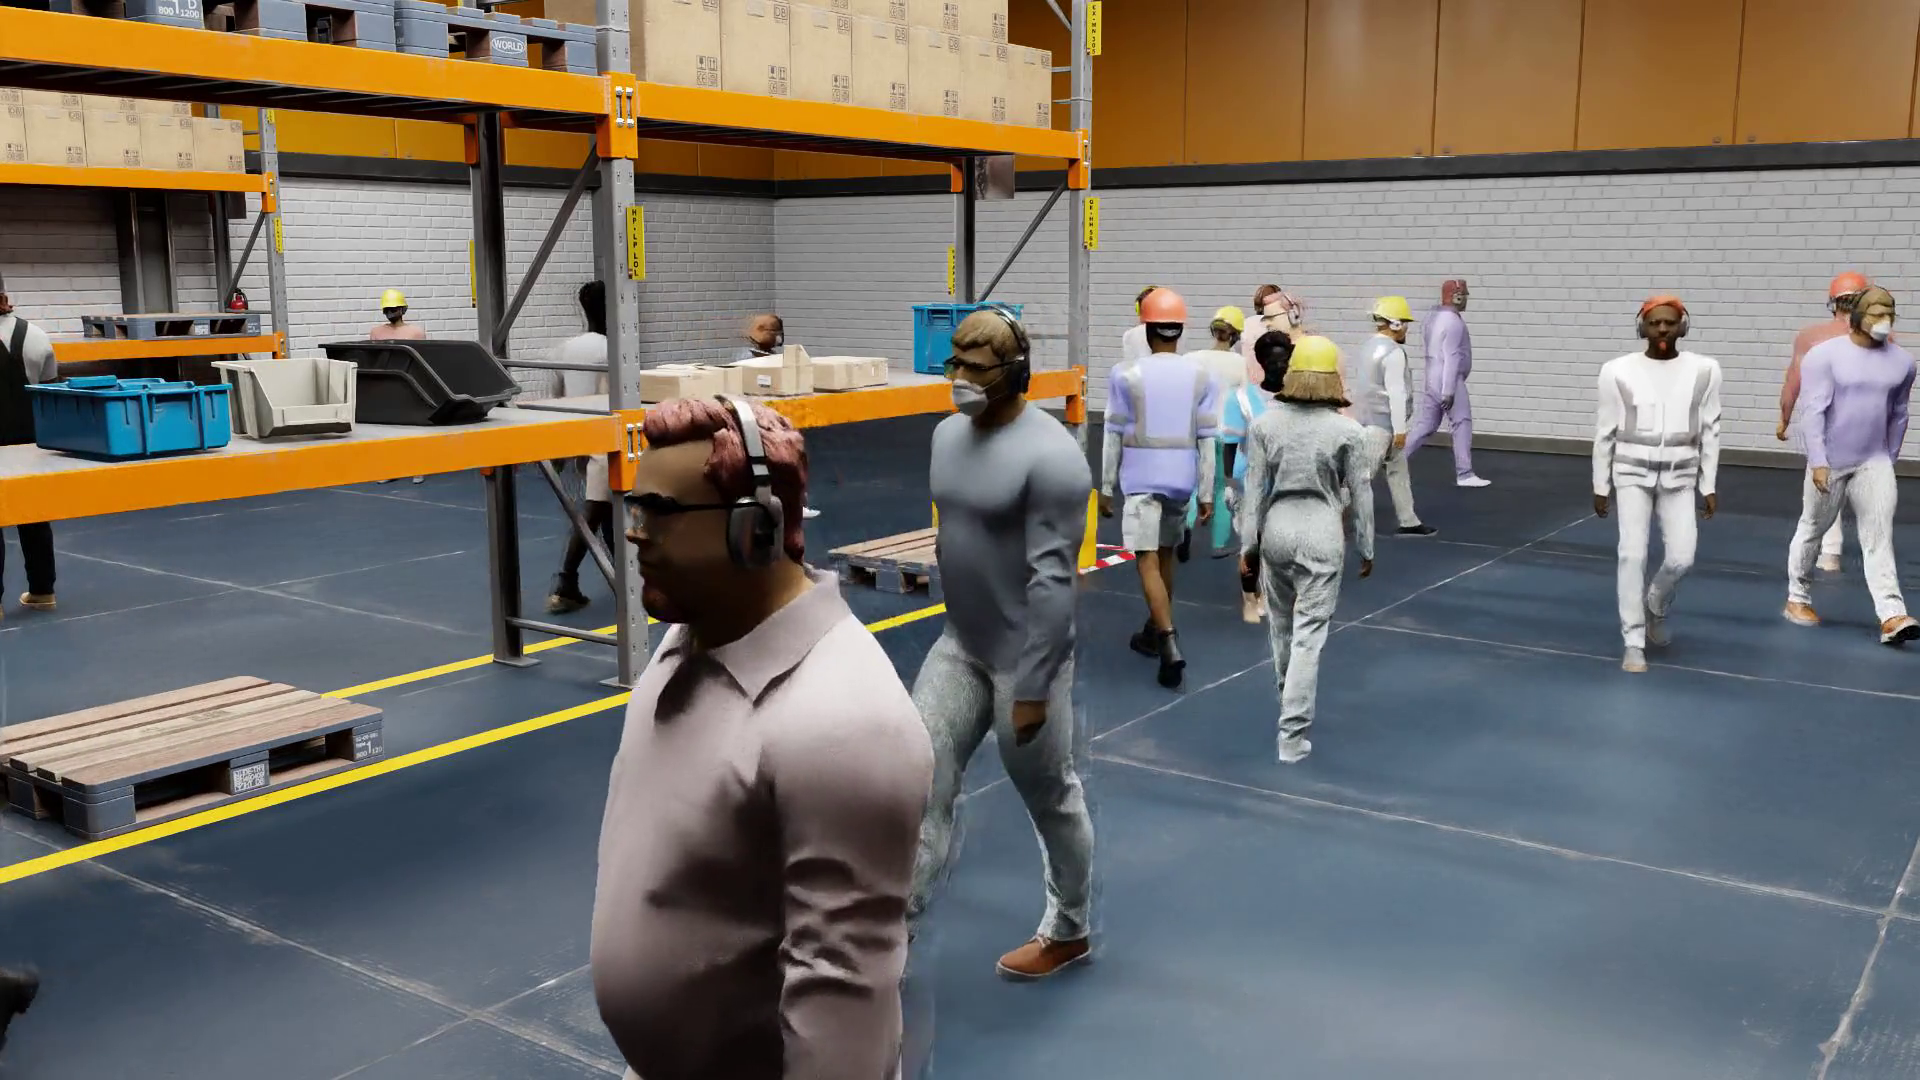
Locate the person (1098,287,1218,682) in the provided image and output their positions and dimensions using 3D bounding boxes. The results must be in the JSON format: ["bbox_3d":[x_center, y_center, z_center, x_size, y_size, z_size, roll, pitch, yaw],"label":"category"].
[{"bbox_3d":[0.993,-0.281,8.151,0.549,1.908,0.942,-2,10,-12],"label":"person"}]

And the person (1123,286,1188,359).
[{"bbox_3d":[1.475,-0.981,12.508,0.543,1.823,0.731,4,10,24],"label":"person"}]

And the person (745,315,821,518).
[{"bbox_3d":[-1.442,-0.925,12.861,0.764,1.605,0.520,5,11,26],"label":"person"}]

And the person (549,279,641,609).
[{"bbox_3d":[-2.143,-0.573,9.836,0.611,1.925,0.990,7,12,34],"label":"person"}]

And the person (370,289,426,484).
[{"bbox_3d":[-5.089,-1.381,15.083,0.535,1.767,0.315,0,10,1],"label":"person"}]

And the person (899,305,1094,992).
[{"bbox_3d":[0.008,0.335,4.464,0.955,1.895,0.635,-7,12,-35],"label":"person"}]

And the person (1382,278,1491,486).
[{"bbox_3d":[4.287,-1.399,14.877,0.908,1.876,0.646,-1,10,-7],"label":"person"}]

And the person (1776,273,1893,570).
[{"bbox_3d":[5.844,-0.809,11.162,0.615,1.938,1.037,1,10,8],"label":"person"}]

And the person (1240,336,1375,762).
[{"bbox_3d":[1.468,0.013,6.923,0.516,1.702,0.843,5,11,26],"label":"person"}]

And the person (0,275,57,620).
[{"bbox_3d":[-5.511,-0.570,9.436,0.539,2.000,0.688,5,11,25],"label":"person"}]

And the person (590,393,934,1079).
[{"bbox_3d":[-0.277,0.730,2.256,0.980,1.860,0.659,-6,11,-32],"label":"person"}]

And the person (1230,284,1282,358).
[{"bbox_3d":[2.386,-1.064,12.972,0.622,1.844,0.429,6,11,32],"label":"person"}]

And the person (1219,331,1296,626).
[{"bbox_3d":[1.662,-0.295,8.948,0.549,1.640,0.856,1,10,5],"label":"person"}]

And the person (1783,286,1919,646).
[{"bbox_3d":[4.790,-0.398,8.876,0.644,1.875,1.057,0,10,1],"label":"person"}]

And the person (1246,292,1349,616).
[{"bbox_3d":[1.996,-0.520,9.733,0.704,1.857,0.999,7,12,37],"label":"person"}]

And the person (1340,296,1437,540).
[{"bbox_3d":[3.008,-0.875,12.042,0.949,1.785,0.600,-1,10,-5],"label":"person"}]

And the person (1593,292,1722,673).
[{"bbox_3d":[3.435,-0.288,8.258,0.588,1.871,0.501,2,10,14],"label":"person"}]

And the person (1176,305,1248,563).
[{"bbox_3d":[1.684,-0.694,11.072,0.534,1.731,0.735,4,10,21],"label":"person"}]

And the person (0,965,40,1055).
[{"bbox_3d":[-2.387,0.458,3.673,0.567,1.918,0.534,5,11,28],"label":"person"}]
